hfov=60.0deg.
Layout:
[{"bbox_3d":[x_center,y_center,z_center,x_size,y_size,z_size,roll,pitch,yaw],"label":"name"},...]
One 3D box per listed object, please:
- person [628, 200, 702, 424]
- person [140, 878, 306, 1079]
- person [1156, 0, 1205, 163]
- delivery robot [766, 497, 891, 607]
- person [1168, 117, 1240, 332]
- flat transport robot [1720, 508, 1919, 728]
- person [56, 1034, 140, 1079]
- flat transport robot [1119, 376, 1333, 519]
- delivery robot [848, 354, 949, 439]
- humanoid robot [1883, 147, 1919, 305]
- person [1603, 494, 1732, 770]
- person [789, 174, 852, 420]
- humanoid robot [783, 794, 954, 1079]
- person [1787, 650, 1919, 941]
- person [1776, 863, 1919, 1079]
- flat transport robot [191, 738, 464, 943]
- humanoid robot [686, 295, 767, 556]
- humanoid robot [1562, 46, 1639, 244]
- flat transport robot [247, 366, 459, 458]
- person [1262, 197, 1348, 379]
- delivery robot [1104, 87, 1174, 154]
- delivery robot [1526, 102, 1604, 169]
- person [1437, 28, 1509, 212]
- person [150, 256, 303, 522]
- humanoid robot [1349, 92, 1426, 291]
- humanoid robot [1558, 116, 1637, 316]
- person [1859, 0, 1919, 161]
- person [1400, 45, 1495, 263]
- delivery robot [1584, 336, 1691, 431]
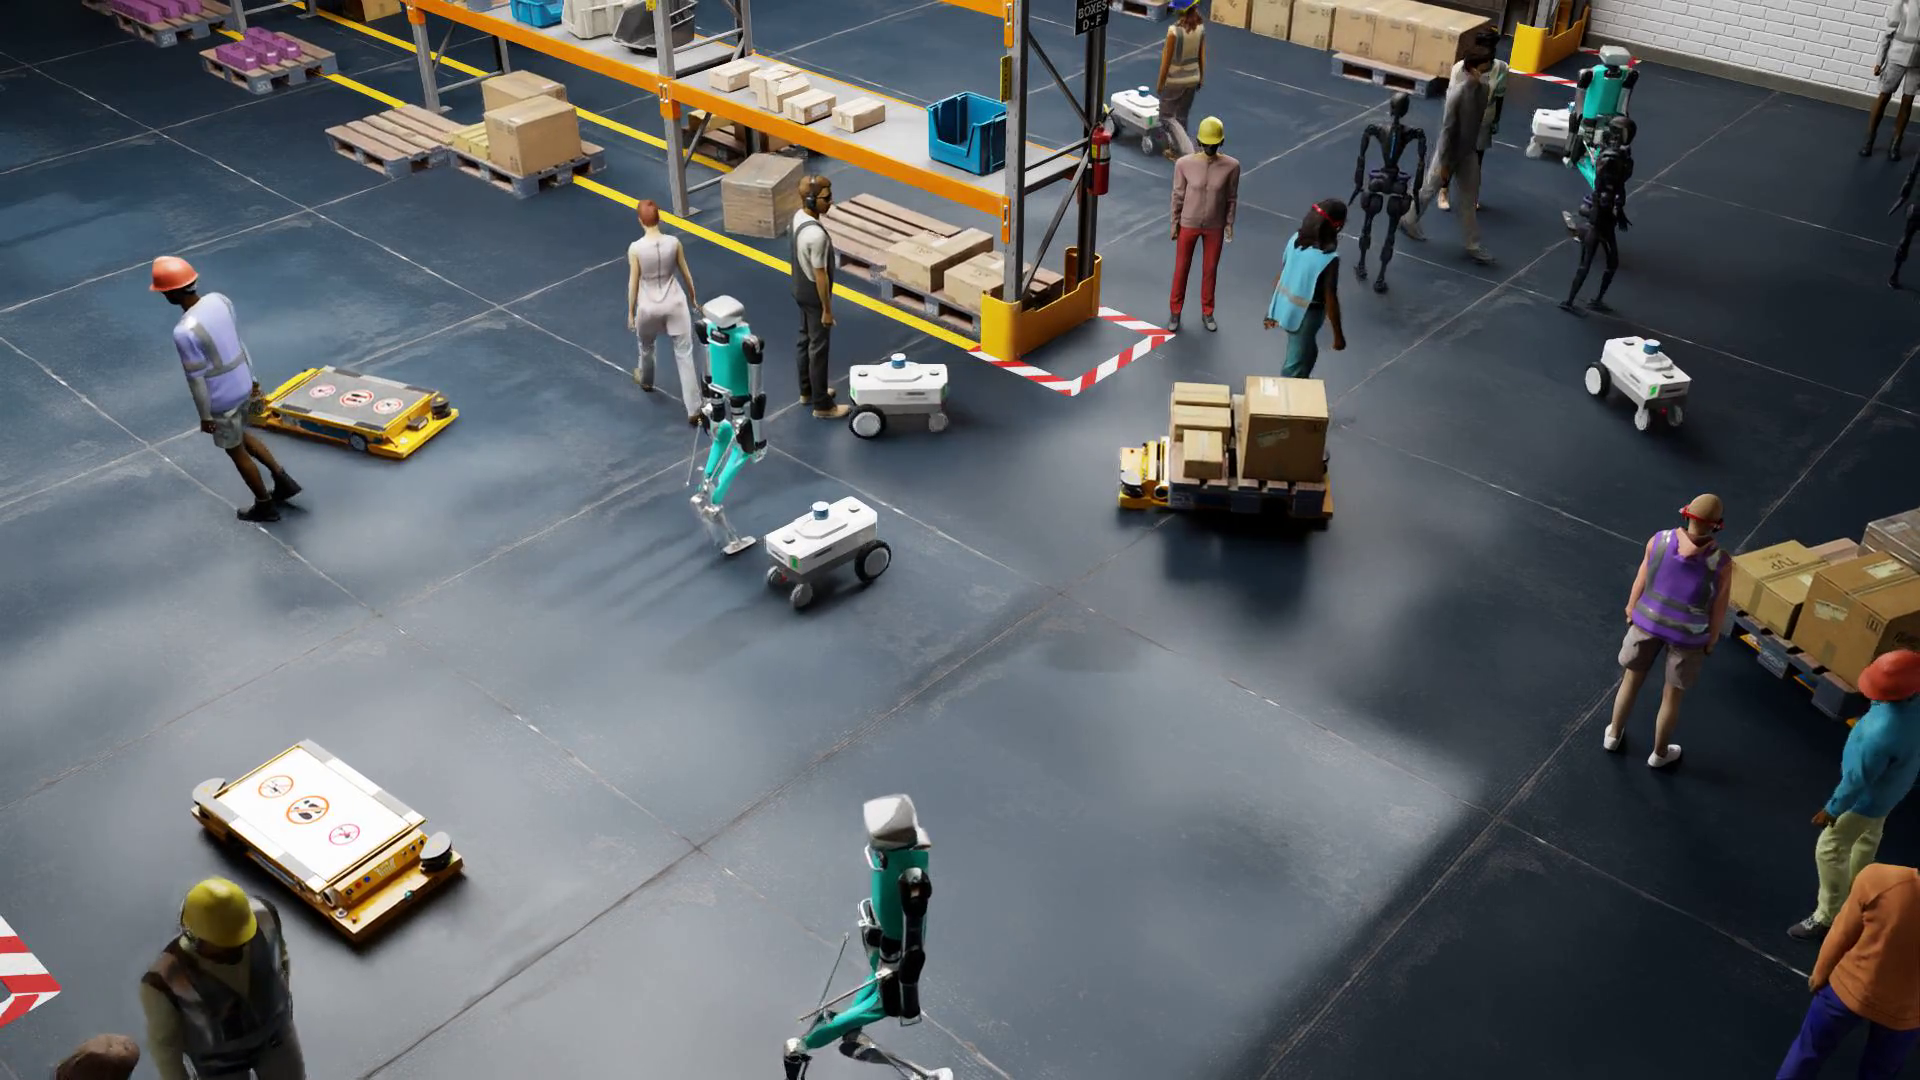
[{"bbox_3d":[-2.173,-1.690,12.085,0.545,1.586,0.903,-13,37,-18],"label":"person"},{"bbox_3d":[-2.949,1.943,6.664,0.754,1.790,0.606,22,40,29],"label":"person"},{"bbox_3d":[2.126,-4.353,15.807,0.484,1.759,0.652,-19,39,-25],"label":"person"},{"bbox_3d":[-0.840,0.027,10.536,0.790,0.614,0.499,-27,43,-33],"label":"delivery robot"},{"bbox_3d":[1.905,-2.472,13.074,0.521,1.768,0.309,0,35,0],"label":"person"},{"bbox_3d":[5.171,0.678,9.828,0.659,0.231,1.431,-14,37,-19],"label":"flat transport robot"},{"bbox_3d":[-3.056,2.413,6.111,0.615,1.638,0.348,-10,36,-14],"label":"person"},{"bbox_3d":[1.823,-0.428,11.431,1.431,0.231,0.659,4,35,5],"label":"flat transport robot"},{"bbox_3d":[-0.450,-1.074,12.108,0.788,0.587,0.499,-1,35,-1],"label":"delivery robot"},{"bbox_3d":[7.954,-2.729,13.555,0.601,1.642,0.722,6,35,8],"label":"humanoid robot"},{"bbox_3d":[3.776,0.486,8.850,0.479,1.694,0.347,25,42,32],"label":"person"},{"bbox_3d":[-1.036,-1.746,11.956,0.348,1.842,0.504,-15,37,-20],"label":"person"},{"bbox_3d":[-0.522,1.825,6.907,1.011,1.776,0.531,-10,36,-14],"label":"humanoid robot"},{"bbox_3d":[4.324,1.145,7.888,0.671,1.706,0.319,-27,43,-33],"label":"person"},{"bbox_3d":[3.714,1.813,6.690,0.518,1.971,0.404,20,39,27],"label":"person"},{"bbox_3d":[-3.302,1.510,8.623,1.431,0.231,0.659,24,41,30],"label":"flat transport robot"},{"bbox_3d":[-1.535,-0.586,10.426,0.540,1.864,0.661,26,42,32],"label":"humanoid robot"},{"bbox_3d":[5.521,-3.305,14.313,0.558,1.762,0.965,-6,35,-8],"label":"humanoid robot"},{"bbox_3d":[-4.476,-0.957,12.196,1.431,0.231,0.659,13,37,18],"label":"flat transport robot"},{"bbox_3d":[2.428,-1.517,11.631,0.566,1.848,0.517,-11,36,-15],"label":"person"},{"bbox_3d":[1.816,-4.256,16.740,0.499,0.613,0.807,-19,39,-26],"label":"delivery robot"},{"bbox_3d":[5.992,-4.001,16.343,0.774,0.581,0.499,14,37,20],"label":"delivery robot"},{"bbox_3d":[4.636,-3.803,15.066,0.532,1.691,0.321,1,35,1],"label":"person"},{"bbox_3d":[-4.747,-0.963,10.765,0.549,1.908,0.572,5,35,7],"label":"person"},{"bbox_3d":[3.544,-2.905,13.785,0.590,1.647,0.493,8,35,12],"label":"humanoid robot"},{"bbox_3d":[5.165,-2.558,13.272,0.424,1.648,0.600,26,43,33],"label":"humanoid robot"},{"bbox_3d":[9.156,-4.634,16.073,0.547,1.924,0.387,13,37,18],"label":"person"},{"bbox_3d":[4.275,-3.338,14.264,0.575,1.835,1.046,-18,38,-24],"label":"person"},{"bbox_3d":[5.044,-1.208,12.310,0.499,0.595,0.781,-8,35,-11],"label":"delivery robot"}]
